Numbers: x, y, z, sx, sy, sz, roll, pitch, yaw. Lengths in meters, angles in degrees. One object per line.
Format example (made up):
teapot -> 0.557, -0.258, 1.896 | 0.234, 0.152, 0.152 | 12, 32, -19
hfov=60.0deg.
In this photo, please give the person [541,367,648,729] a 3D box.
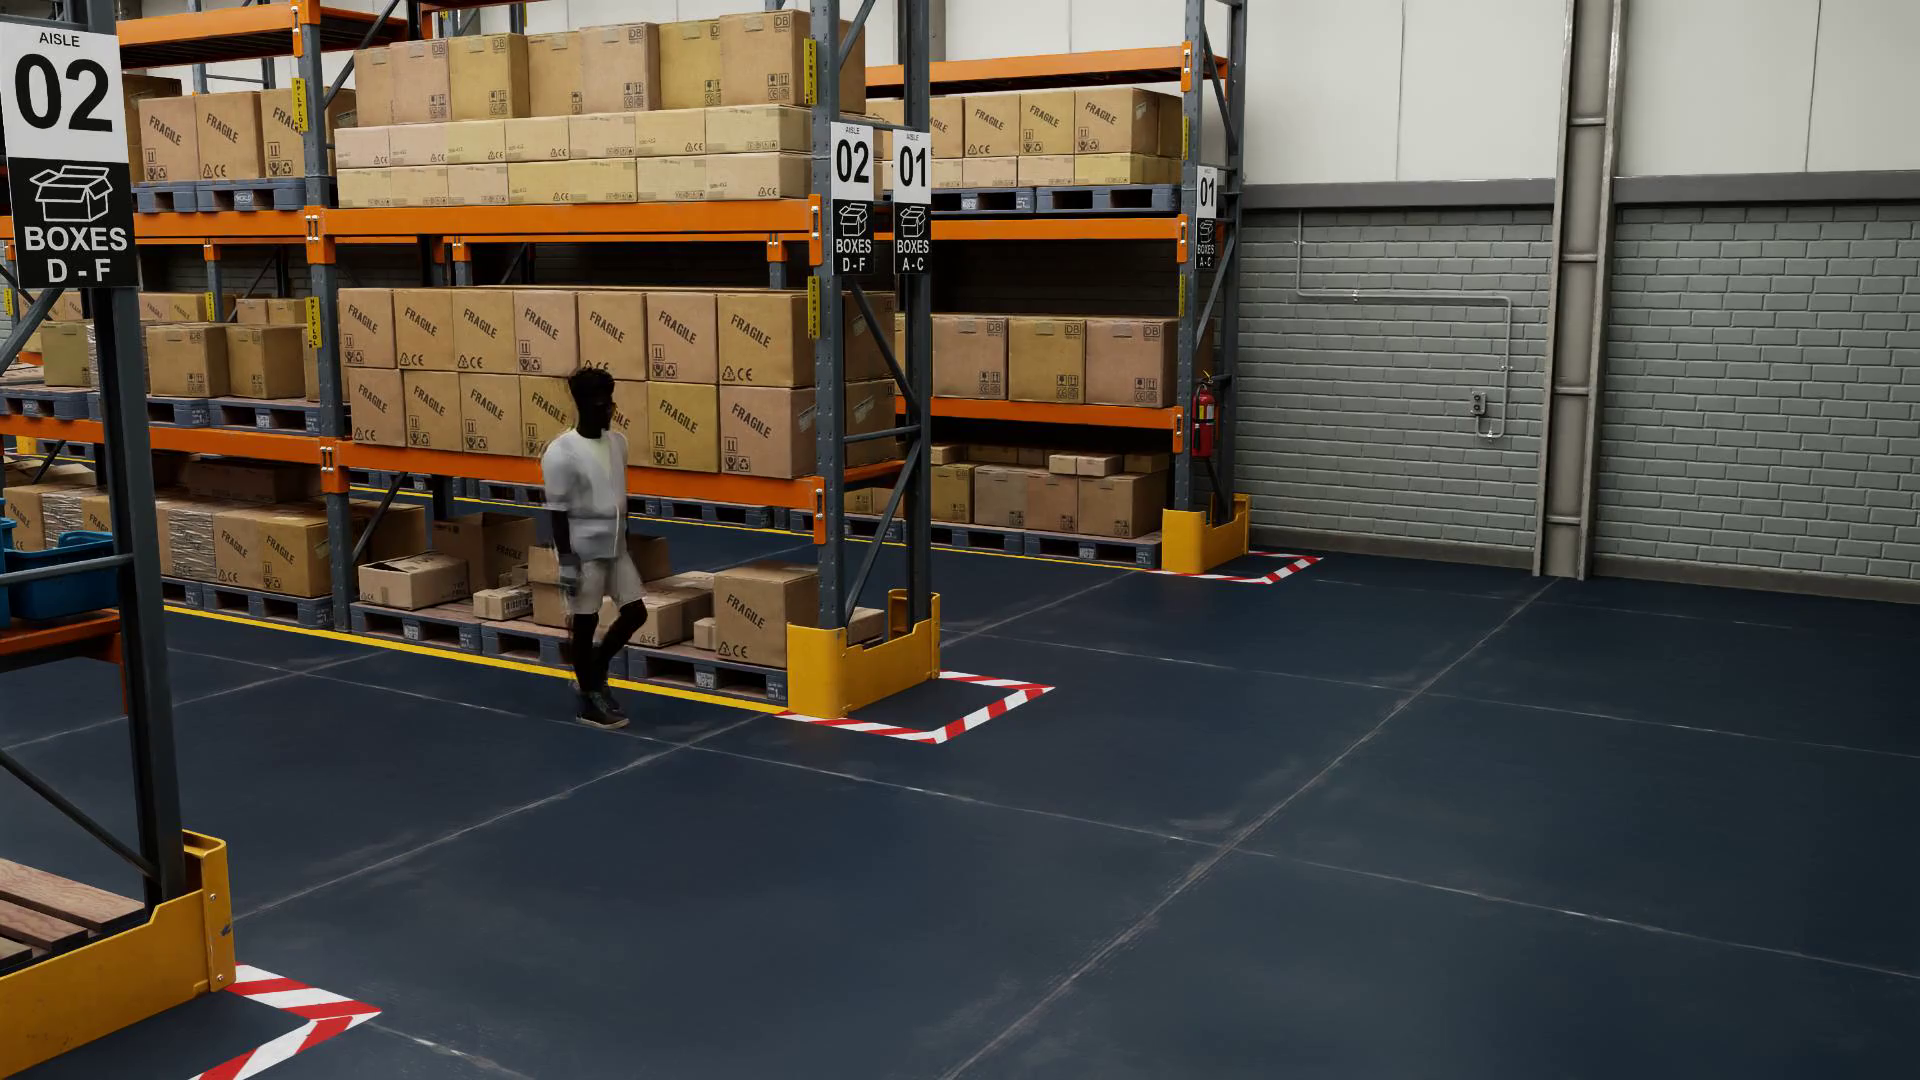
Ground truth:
person -> -1.934, 0.051, 8.889 | 0.420, 1.951, 0.642 | 6, 11, 29
